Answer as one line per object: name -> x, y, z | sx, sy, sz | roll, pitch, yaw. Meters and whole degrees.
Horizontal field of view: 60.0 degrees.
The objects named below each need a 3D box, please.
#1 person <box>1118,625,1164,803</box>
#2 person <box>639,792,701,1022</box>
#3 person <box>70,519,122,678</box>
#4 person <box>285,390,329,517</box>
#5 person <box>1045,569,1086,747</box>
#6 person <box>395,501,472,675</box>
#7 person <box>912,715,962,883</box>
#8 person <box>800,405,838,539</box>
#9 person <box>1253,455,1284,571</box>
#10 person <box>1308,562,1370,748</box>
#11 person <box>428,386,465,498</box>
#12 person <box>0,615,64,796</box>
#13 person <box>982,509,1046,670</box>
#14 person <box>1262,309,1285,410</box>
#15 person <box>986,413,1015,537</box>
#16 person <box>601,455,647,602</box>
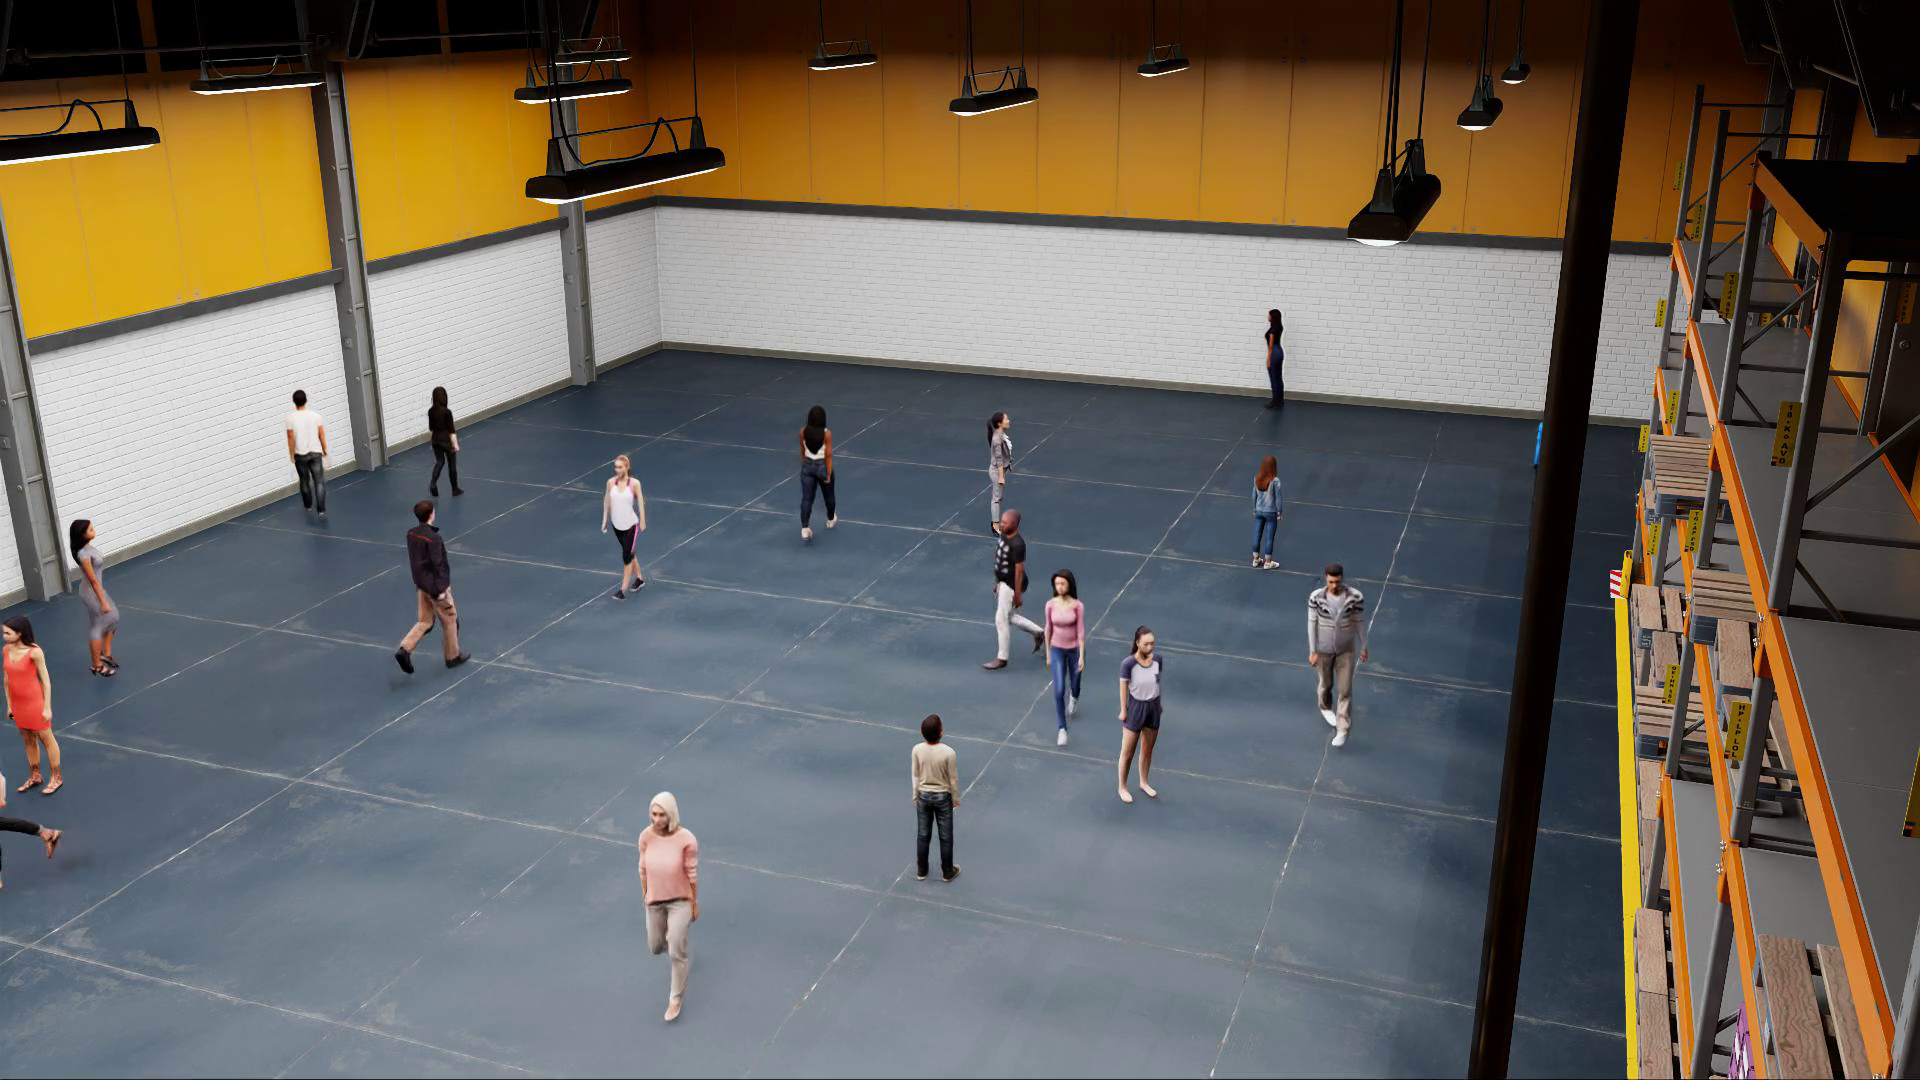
person -> 1.630, 1.558, 15.035 | 0.654, 1.650, 0.724 | -9, 21, -26
person -> -2.058, 2.558, 11.968 | 0.701, 1.711, 0.932 | 3, 19, 8
person -> -9.251, 0.640, 17.570 | 0.792, 1.772, 0.738 | -9, 21, -26
person -> -8.962, -1.155, 22.907 | 1.113, 1.767, 1.188 | -7, 20, -21
person -> 1.069, 1.089, 16.331 | 0.692, 1.712, 1.107 | 3, 19, 9
person -> -5.674, 0.538, 17.668 | 0.874, 1.901, 1.191 | 13, 22, 33
person -> -0.211, 2.119, 13.656 | 0.575, 1.465, 0.536 | 4, 19, 13
person -> -1.939, -0.859, 22.030 | 0.735, 1.767, 1.222 | 4, 19, 13
person -> 3.867, -0.362, 21.006 | 0.628, 1.478, 0.620 | 16, 25, 40
person -> 3.674, 1.041, 16.327 | 0.886, 1.806, 1.126 | 1, 19, 3
person -> -7.419, -1.373, 23.766 | 0.570, 1.632, 0.826 | 6, 20, 18
person -> -8.467, 1.482, 15.153 | 0.610, 1.719, 0.566 | 4, 19, 12
person -> 0.618, 0.516, 17.924 | 1.097, 1.781, 1.095 | -6, 20, -17
person -> 5.482, -3.149, 28.887 | 0.693, 1.730, 0.579 | 12, 22, 32
person -> 0.516, -0.894, 22.270 | 0.752, 1.678, 0.633 | 1, 19, 2
person -> -3.988, -0.178, 20.041 | 0.613, 1.745, 1.070 | 6, 20, 18
